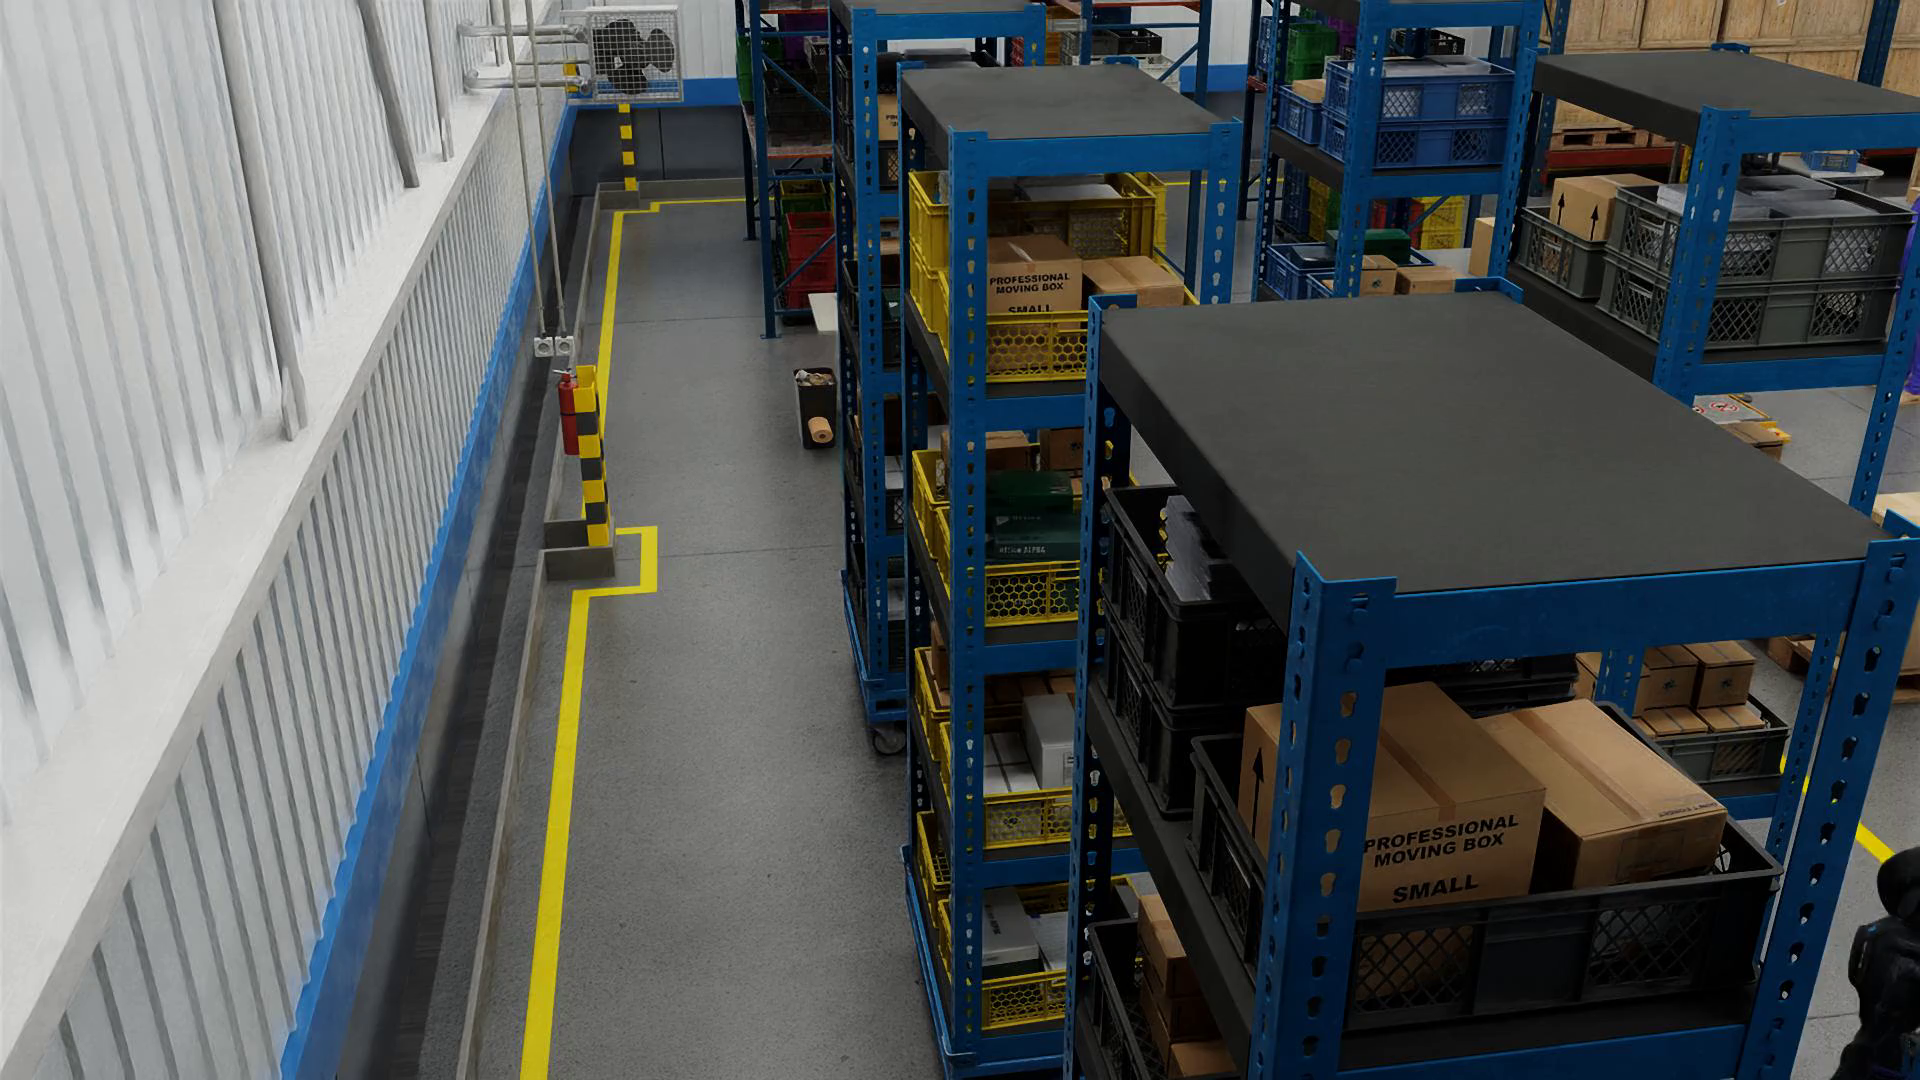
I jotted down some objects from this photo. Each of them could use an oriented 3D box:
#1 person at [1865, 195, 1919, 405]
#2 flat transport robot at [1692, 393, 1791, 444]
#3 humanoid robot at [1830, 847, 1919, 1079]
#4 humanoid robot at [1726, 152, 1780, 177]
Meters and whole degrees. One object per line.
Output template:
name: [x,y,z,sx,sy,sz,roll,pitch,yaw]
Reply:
person: [7.326,-2.051,12.640,0.535,2.000,0.678,2,25,4]
flat transport robot: [5.224,-0.859,12.132,1.431,0.197,0.652,-4,25,-8]
humanoid robot: [2.823,1.644,5.056,0.643,1.632,0.588,12,27,24]
humanoid robot: [7.293,-3.153,15.450,0.596,1.657,0.326,-3,25,-6]
